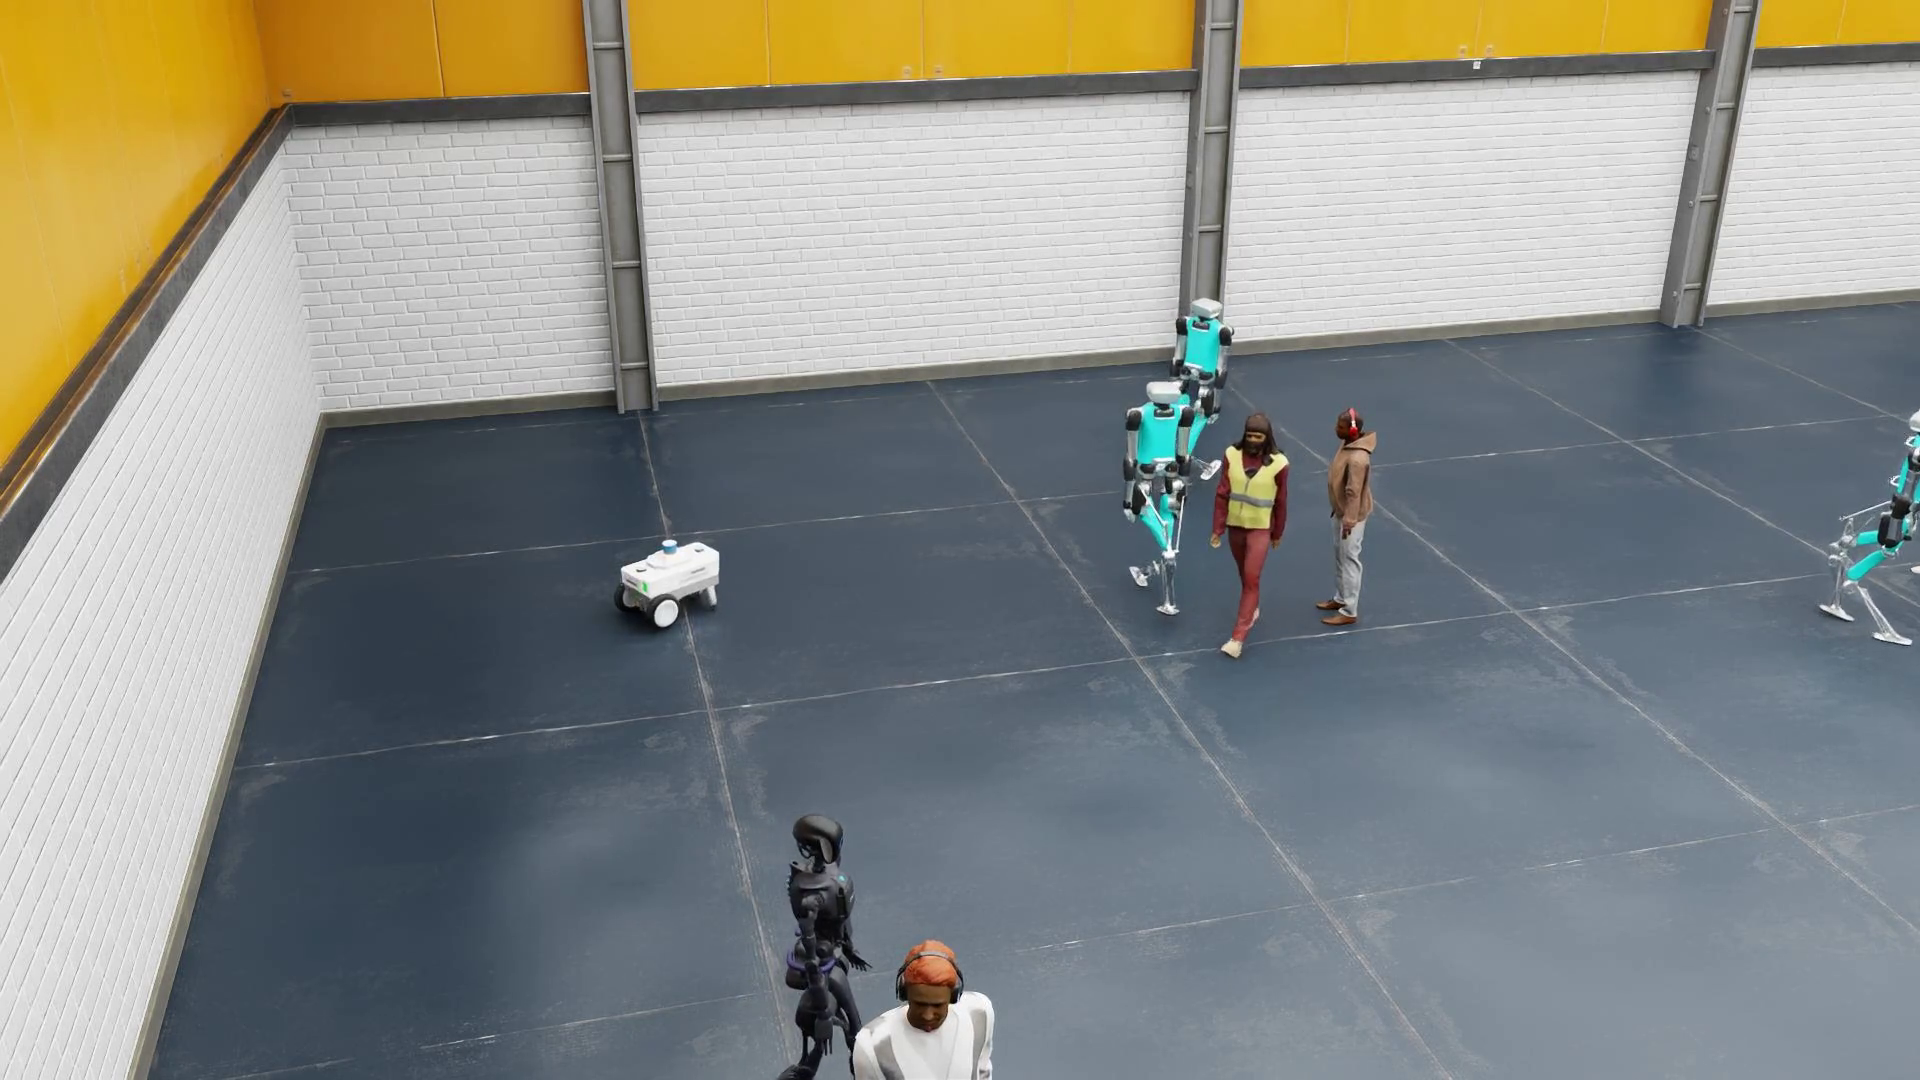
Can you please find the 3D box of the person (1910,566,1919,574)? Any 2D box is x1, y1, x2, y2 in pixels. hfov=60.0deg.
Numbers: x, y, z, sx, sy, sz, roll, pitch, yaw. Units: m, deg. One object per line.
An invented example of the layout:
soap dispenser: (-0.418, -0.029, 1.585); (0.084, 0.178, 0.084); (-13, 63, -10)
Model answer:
person: (7.634, -0.491, 12.627); (0.332, 1.760, 0.528); (-3, 24, -8)

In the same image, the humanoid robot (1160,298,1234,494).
humanoid robot: (1.944, -1.164, 14.179); (0.556, 1.733, 1.039); (17, 29, 33)

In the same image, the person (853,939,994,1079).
person: (-0.122, 2.276, 6.189); (0.582, 1.881, 0.337); (-13, 27, -27)

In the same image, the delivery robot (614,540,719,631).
delivery robot: (-2.153, 0.308, 12.317); (0.775, 0.603, 0.522); (-21, 32, -40)

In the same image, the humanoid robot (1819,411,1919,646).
humanoid robot: (6.494, -0.130, 11.874); (0.885, 1.784, 0.574); (21, 31, 39)

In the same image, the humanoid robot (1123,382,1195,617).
humanoid robot: (1.518, -0.246, 12.139); (0.555, 1.740, 1.071); (-8, 25, -17)

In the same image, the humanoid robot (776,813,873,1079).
humanoid robot: (-0.645, 1.909, 7.323); (0.728, 1.639, 0.583); (3, 24, 7)

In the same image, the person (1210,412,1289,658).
person: (2.015, -0.064, 11.706); (0.471, 1.717, 0.941); (14, 27, 28)

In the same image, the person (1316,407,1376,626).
person: (2.813, -0.175, 12.050); (0.317, 1.642, 0.453); (-1, 24, -1)
